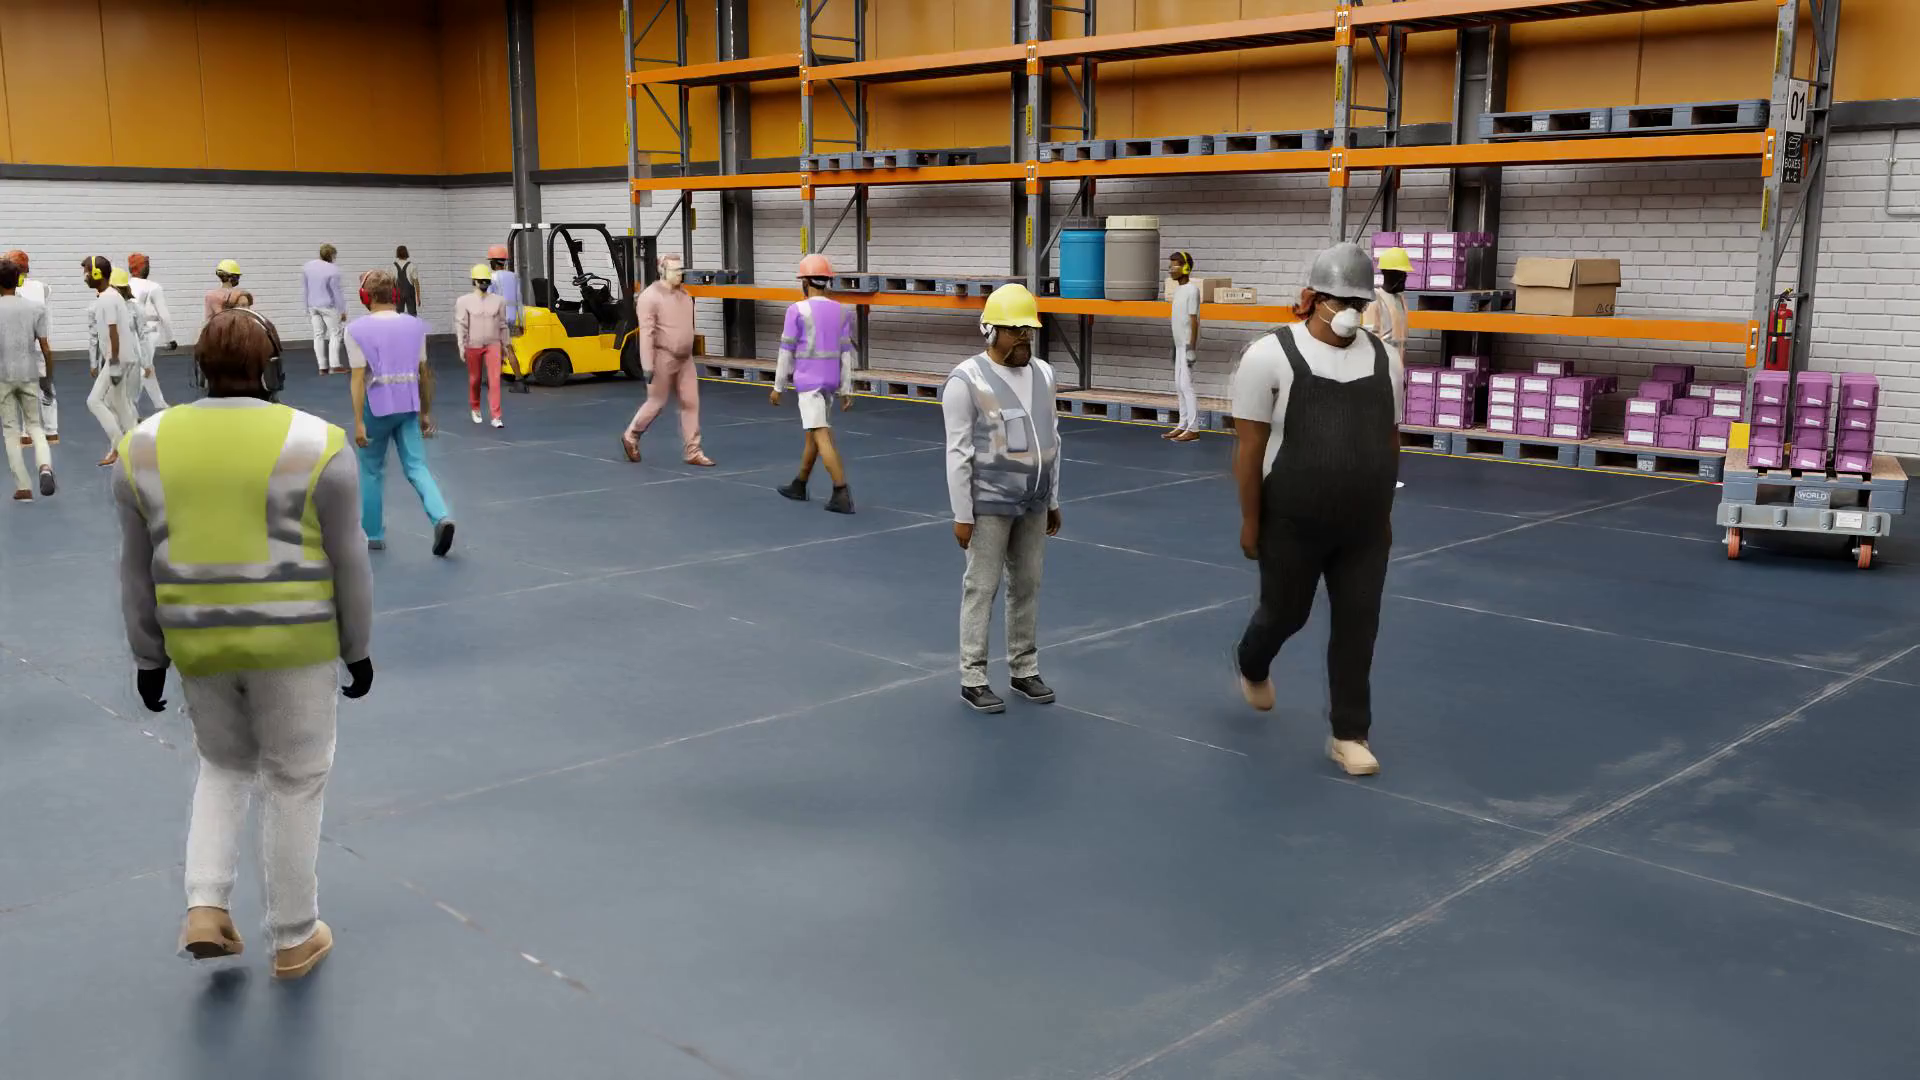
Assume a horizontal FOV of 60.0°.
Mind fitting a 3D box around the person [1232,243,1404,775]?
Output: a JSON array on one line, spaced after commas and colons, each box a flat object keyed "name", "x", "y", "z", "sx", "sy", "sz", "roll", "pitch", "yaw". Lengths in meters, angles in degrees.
[{"name": "person", "x": 1.379, "y": -0.168, "z": 6.458, "sx": 0.680, "sy": 2.000, "sz": 0.835, "roll": -2, "pitch": 11, "yaw": -10}]

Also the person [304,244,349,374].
[{"name": "person", "x": -9.262, "y": -3.348, "z": 24.223, "sx": 0.665, "sy": 1.898, "sz": 0.389, "roll": 3, "pitch": 11, "yaw": 18}]

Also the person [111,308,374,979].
[{"name": "person", "x": -1.908, "y": 0.295, "z": 4.507, "sx": 0.632, "sy": 1.832, "sz": 0.431, "roll": 0, "pitch": 10, "yaw": 0}]

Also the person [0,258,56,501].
[{"name": "person", "x": -7.160, "y": -1.196, "z": 12.580, "sx": 0.520, "sy": 1.856, "sz": 0.461, "roll": -9, "pitch": 14, "yaw": -42}]

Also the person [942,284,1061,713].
[{"name": "person", "x": 0.204, "y": -0.174, "z": 7.102, "sx": 0.586, "sy": 1.824, "sz": 0.404, "roll": -8, "pitch": 13, "yaw": -39}]

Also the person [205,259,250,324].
[{"name": "person", "x": -7.778, "y": -2.108, "z": 17.794, "sx": 0.532, "sy": 1.765, "sz": 0.328, "roll": 2, "pitch": 11, "yaw": 8}]

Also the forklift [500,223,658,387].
[{"name": "forklift", "x": -5.316, "y": -3.263, "z": 22.920, "sx": 2.313, "sy": 2.155, "sz": 1.214, "roll": -10, "pitch": 14, "yaw": -44}]

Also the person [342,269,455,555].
[{"name": "person", "x": -3.577, "y": -0.800, "z": 10.543, "sx": 0.867, "sy": 1.818, "sz": 0.577, "roll": 8, "pitch": 13, "yaw": 38}]

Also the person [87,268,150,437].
[{"name": "person", "x": -7.657, "y": -1.613, "z": 15.181, "sx": 0.502, "sy": 1.720, "sz": 0.468, "roll": -6, "pitch": 12, "yaw": -28}]

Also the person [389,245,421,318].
[{"name": "person", "x": -9.862, "y": -4.307, "z": 29.568, "sx": 0.516, "sy": 1.842, "sz": 0.328, "roll": -2, "pitch": 11, "yaw": -9}]

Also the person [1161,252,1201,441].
[{"name": "person", "x": 2.210, "y": -1.903, "z": 16.426, "sx": 0.321, "sy": 1.860, "sz": 0.527, "roll": -2, "pitch": 11, "yaw": -11}]

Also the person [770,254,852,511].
[{"name": "person", "x": -1.077, "y": -1.173, "z": 12.370, "sx": 0.996, "sy": 1.890, "sz": 0.546, "roll": 10, "pitch": 14, "yaw": 44}]

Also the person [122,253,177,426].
[{"name": "person", "x": -8.758, "y": -2.152, "z": 17.857, "sx": 0.561, "sy": 1.831, "sz": 0.966, "roll": 3, "pitch": 11, "yaw": 16}]

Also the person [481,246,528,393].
[{"name": "person", "x": -5.950, "y": -2.840, "z": 21.456, "sx": 0.978, "sy": 1.882, "sz": 0.567, "roll": 6, "pitch": 12, "yaw": 31}]

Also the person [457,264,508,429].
[{"name": "person", "x": -5.088, "y": -2.077, "z": 17.716, "sx": 0.541, "sy": 1.728, "sz": 0.895, "roll": -5, "pitch": 12, "yaw": -26}]

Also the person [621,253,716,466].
[{"name": "person", "x": -2.607, "y": -1.587, "z": 14.664, "sx": 0.887, "sy": 1.879, "sz": 0.654, "roll": 7, "pitch": 12, "yaw": 33}]

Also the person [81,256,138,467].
[{"name": "person", "x": -7.442, "y": -1.548, "z": 14.518, "sx": 0.537, "sy": 1.840, "sz": 0.572, "roll": -5, "pitch": 11, "yaw": -23}]

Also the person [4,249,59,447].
[{"name": "person", "x": -8.948, "y": -1.831, "z": 15.953, "sx": 0.355, "sy": 1.885, "sz": 0.575, "roll": 3, "pitch": 11, "yaw": 16}]

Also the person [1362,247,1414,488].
[{"name": "person", "x": 3.390, "y": -1.350, "z": 13.214, "sx": 0.388, "sy": 1.926, "sz": 0.590, "roll": 9, "pitch": 14, "yaw": 40}]

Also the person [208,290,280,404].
[{"name": "person", "x": -5.378, "y": -1.090, "z": 12.653, "sx": 0.807, "sy": 1.599, "sz": 0.541, "roll": 4, "pitch": 11, "yaw": 19}]
